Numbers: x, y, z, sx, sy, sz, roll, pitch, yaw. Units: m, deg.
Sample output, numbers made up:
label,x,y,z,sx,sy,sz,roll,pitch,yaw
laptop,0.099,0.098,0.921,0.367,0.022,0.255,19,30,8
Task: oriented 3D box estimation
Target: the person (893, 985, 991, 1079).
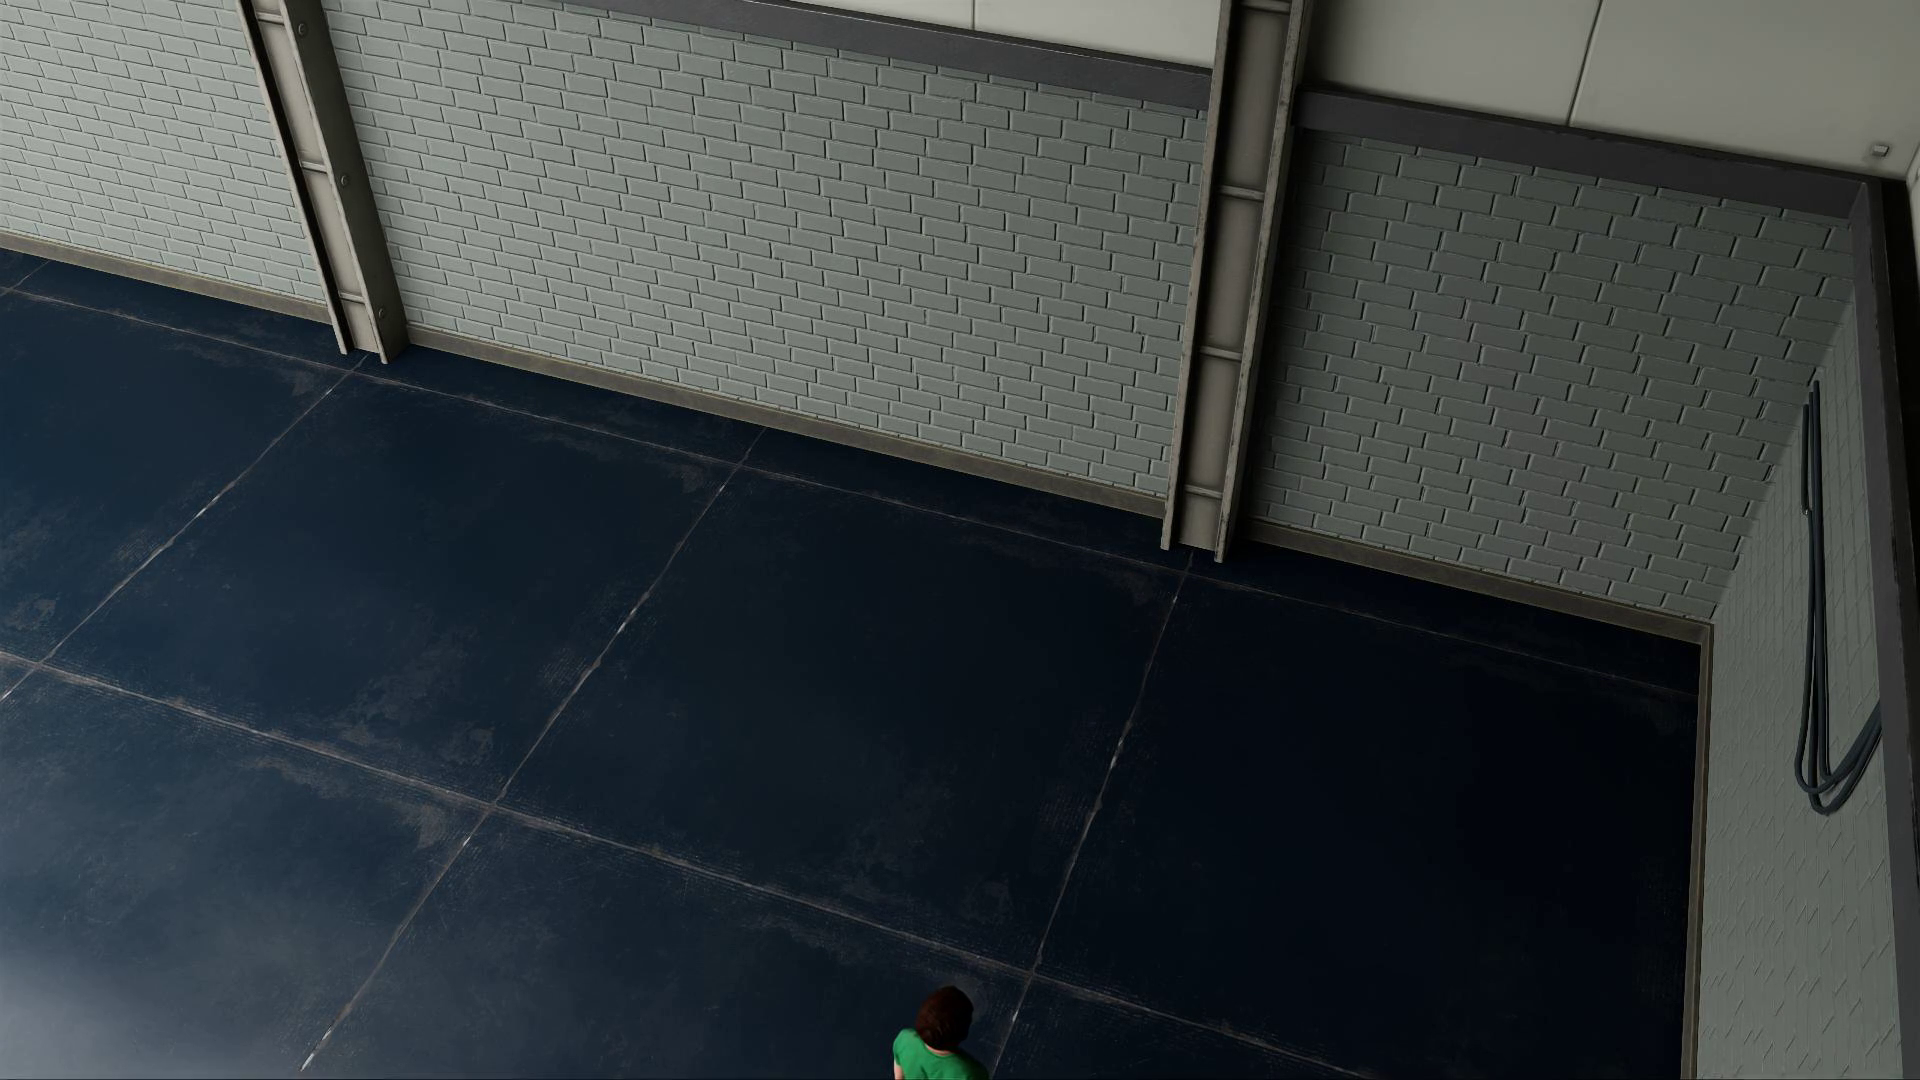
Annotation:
label,x,y,z,sx,sy,sz,roll,pitch,yaw
person,-0.063,2.305,6.567,0.497,1.650,0.672,19,46,20
